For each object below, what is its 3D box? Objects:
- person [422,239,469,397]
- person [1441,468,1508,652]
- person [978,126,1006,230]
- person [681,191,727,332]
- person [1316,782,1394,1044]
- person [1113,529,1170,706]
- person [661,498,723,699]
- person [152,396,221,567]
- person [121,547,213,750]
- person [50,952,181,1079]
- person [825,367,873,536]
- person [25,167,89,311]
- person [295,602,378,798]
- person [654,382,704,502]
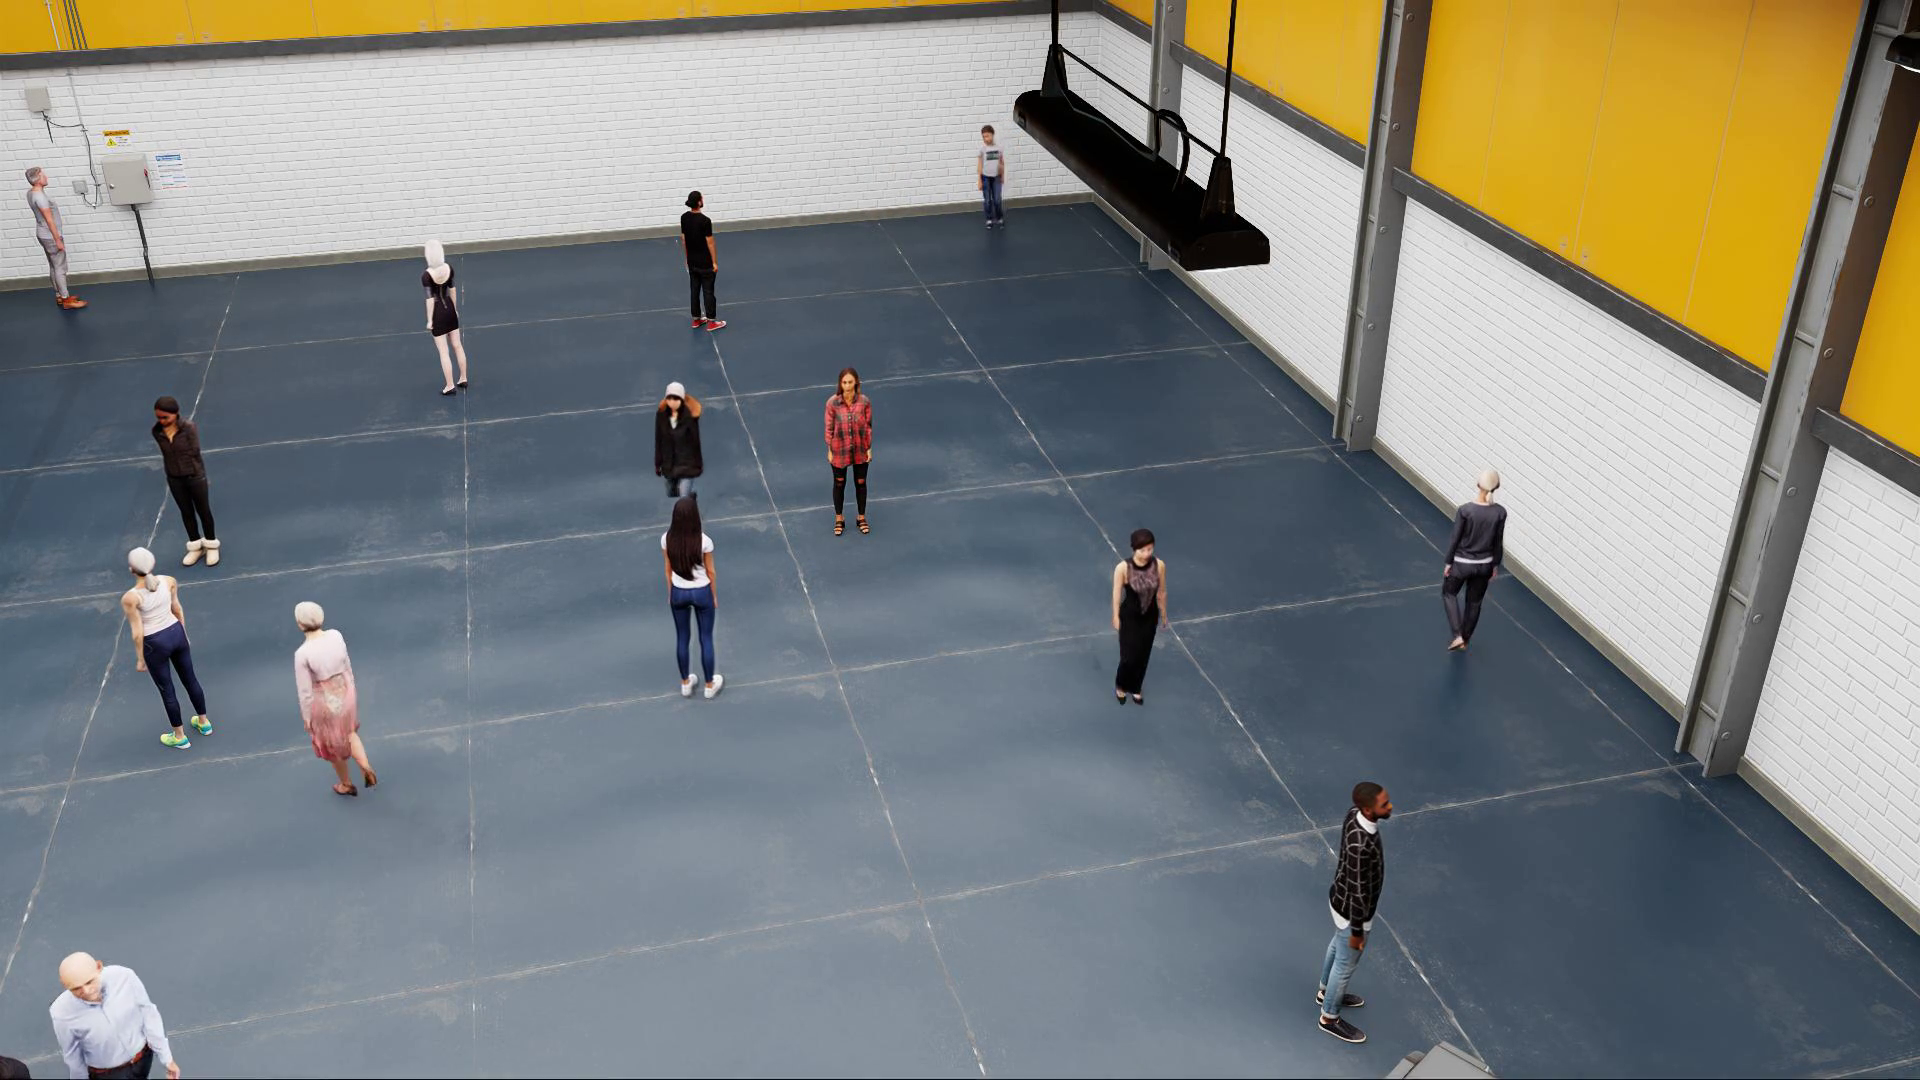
[{"bbox_3d":[-5.842,-2.526,18.822,0.700,1.830,0.649,17,33,28],"label":"person"},{"bbox_3d":[4.296,0.217,13.916,0.746,1.713,0.825,2,29,3],"label":"person"},{"bbox_3d":[0.469,-5.291,24.203,0.618,1.531,0.668,-7,29,-12],"label":"person"},{"bbox_3d":[-3.217,-3.469,20.627,0.726,1.758,0.784,15,32,26],"label":"person"},{"bbox_3d":[2.385,2.218,10.135,0.803,1.821,0.666,6,29,11],"label":"person"},{"bbox_3d":[1.410,0.588,13.361,0.593,1.593,0.556,-9,30,-16],"label":"person"},{"bbox_3d":[-2.164,0.469,13.390,0.643,1.774,0.625,4,29,7],"label":"person"},{"bbox_3d":[-7.186,-0.590,15.452,0.666,1.659,0.609,-7,29,-13],"label":"person"},{"bbox_3d":[-6.125,0.821,12.820,0.728,1.702,0.675,17,33,28],"label":"person"},{"bbox_3d":[-4.594,2.850,9.053,1.251,1.747,1.183,16,32,27],"label":"person"},{"bbox_3d":[-1.054,-0.857,15.896,0.631,1.703,0.579,-4,29,-7],"label":"person"},{"bbox_3d":[-11.649,-3.874,21.292,0.833,1.831,0.679,-24,36,-36],"label":"person"},{"bbox_3d":[-4.530,1.206,12.134,0.853,1.683,0.792,17,33,29],"label":"person"},{"bbox_3d":[-2.660,-0.764,15.811,0.886,1.621,1.040,6,29,10],"label":"person"}]
